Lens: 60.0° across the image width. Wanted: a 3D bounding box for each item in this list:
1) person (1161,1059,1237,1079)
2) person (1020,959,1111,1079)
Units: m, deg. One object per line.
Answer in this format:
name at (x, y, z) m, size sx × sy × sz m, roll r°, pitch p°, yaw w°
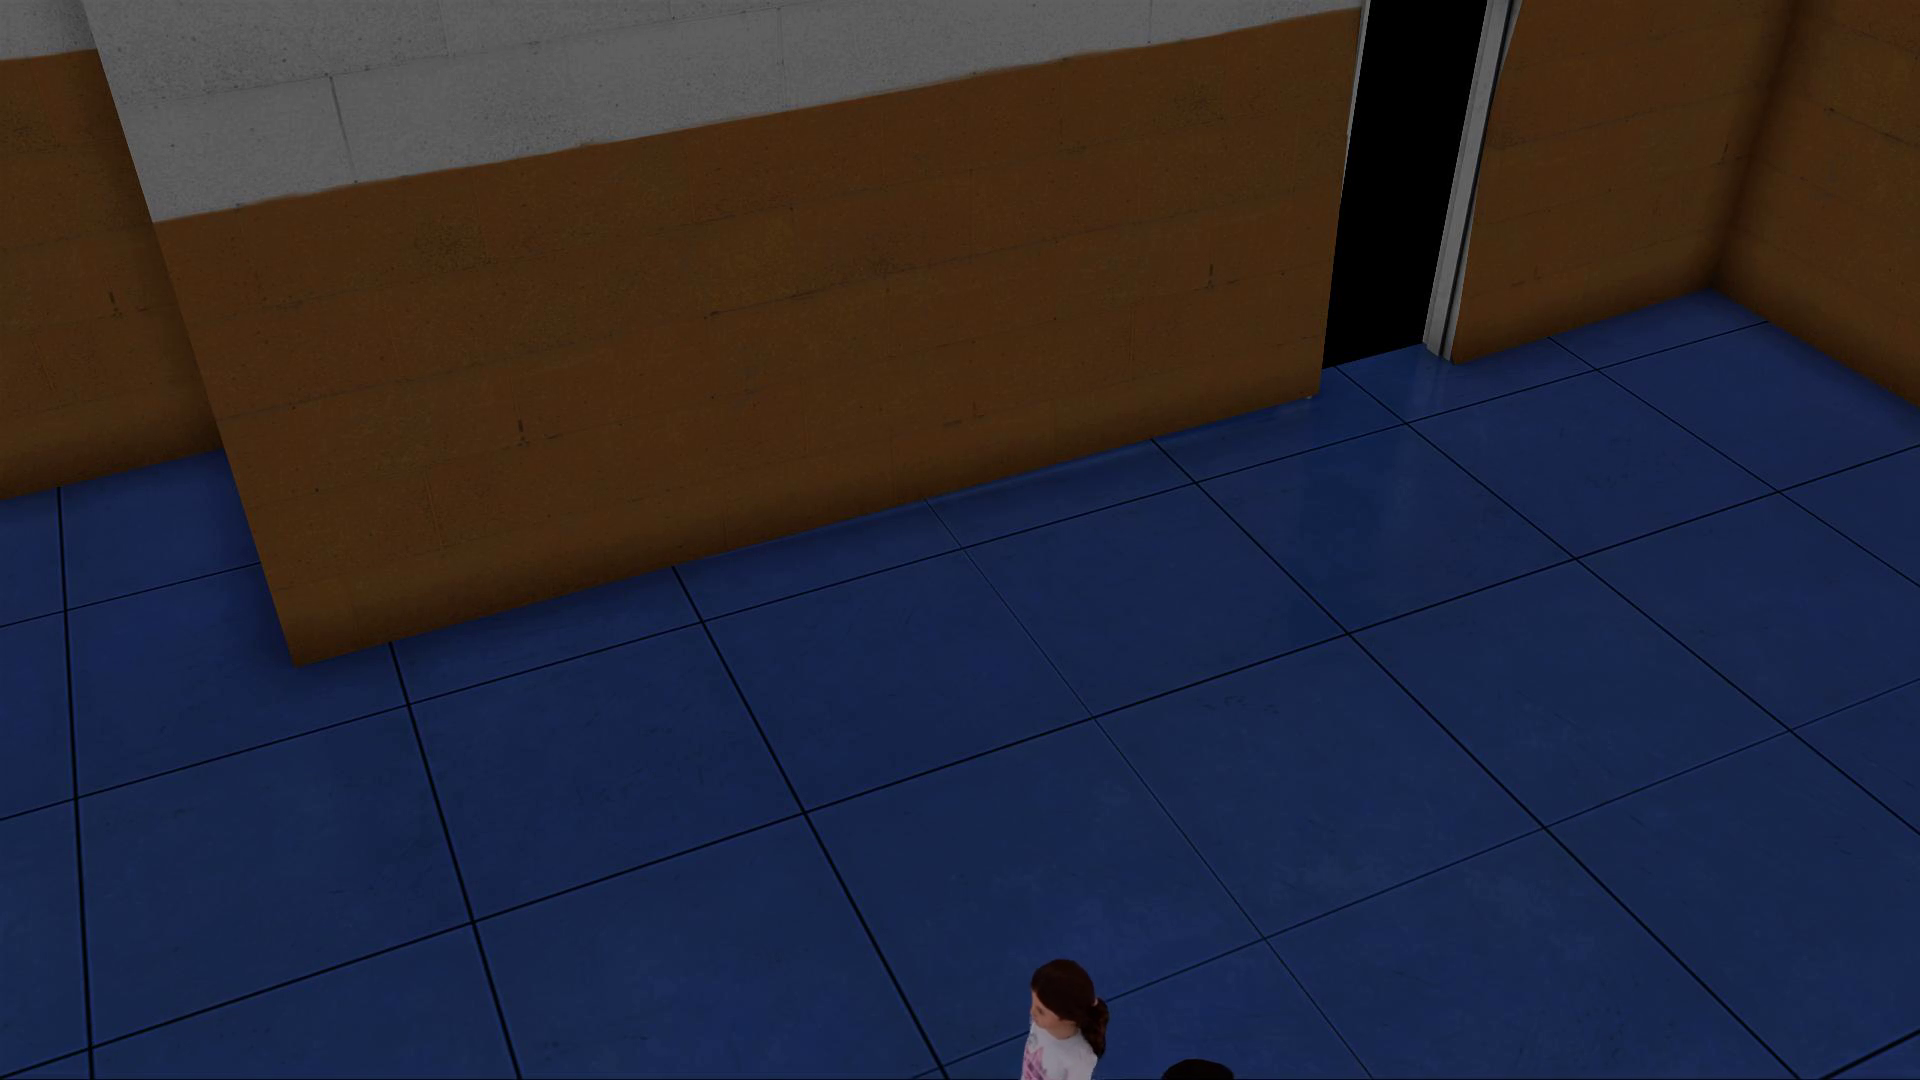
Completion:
person at (0.559, 1.884, 4.286) m, size 0.707 × 1.683 × 0.568 m, roll -2°, pitch 37°, yaw -2°
person at (0.332, 1.672, 5.053) m, size 0.513 × 1.101 × 0.512 m, roll -17°, pitch 40°, yaw -21°
